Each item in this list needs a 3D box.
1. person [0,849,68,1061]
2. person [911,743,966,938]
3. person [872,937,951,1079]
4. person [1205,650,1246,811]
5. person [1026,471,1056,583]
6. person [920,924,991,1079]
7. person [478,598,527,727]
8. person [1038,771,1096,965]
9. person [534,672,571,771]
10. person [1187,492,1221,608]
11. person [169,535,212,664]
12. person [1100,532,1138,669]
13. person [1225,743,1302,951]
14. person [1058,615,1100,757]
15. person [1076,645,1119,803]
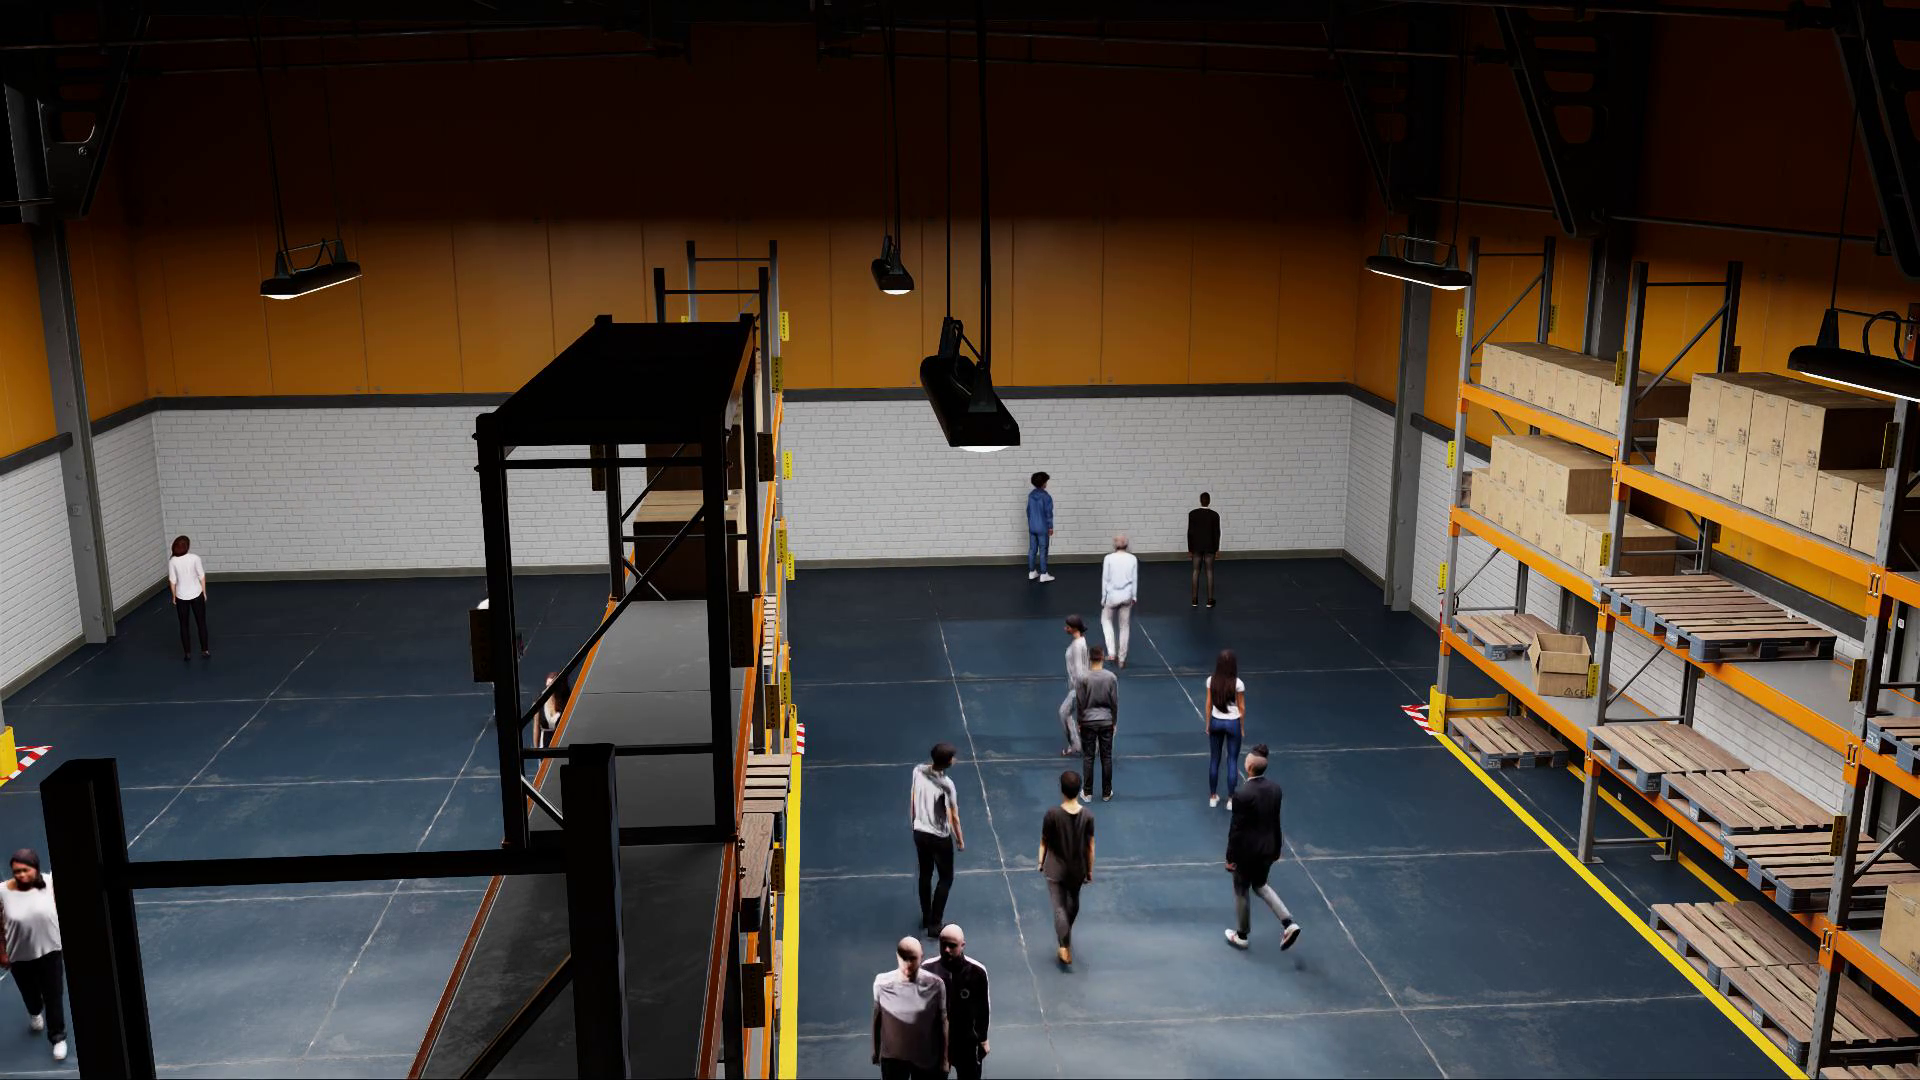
[{"bbox_3d":[-7.419,3.248,13.321,0.930,1.646,1.196,-7,15,-28],"label":"person"},{"bbox_3d":[-0.269,2.696,15.213,0.845,1.829,0.907,6,15,24],"label":"person"},{"bbox_3d":[-0.340,3.572,11.657,0.751,1.799,1.035,0,14,0],"label":"person"},{"bbox_3d":[2.871,2.045,18.016,0.672,1.774,0.691,7,15,28],"label":"person"},{"bbox_3d":[1.312,-0.234,27.355,0.727,1.808,0.811,13,19,43],"label":"person"},{"bbox_3d":[-0.047,3.541,11.712,0.732,1.835,0.663,2,14,8],"label":"person"},{"bbox_3d":[-5.739,1.378,20.557,0.871,1.876,0.943,6,15,24],"label":"person"},{"bbox_3d":[0.942,2.907,14.657,0.648,1.680,1.042,-2,14,-6],"label":"person"},{"bbox_3d":[-4.205,2.208,17.316,0.627,1.788,0.610,-2,14,-9],"label":"person"},{"bbox_3d":[3.783,0.140,25.831,0.730,1.799,0.701,4,14,18],"label":"person"},{"bbox_3d":[-10.688,0.810,23.072,0.666,1.795,0.624,-6,15,-23],"label":"person"},{"bbox_3d":[2.190,0.844,22.758,0.666,1.878,0.617,-1,14,-6],"label":"person"},{"bbox_3d":[2.696,2.764,14.718,1.016,1.930,1.141,-10,17,-36],"label":"person"},{"bbox_3d":[1.473,1.727,19.389,0.832,1.747,0.727,3,14,12],"label":"person"},{"bbox_3d":[1.502,2.002,18.213,0.620,1.765,0.538,-1,14,-2],"label":"person"}]
